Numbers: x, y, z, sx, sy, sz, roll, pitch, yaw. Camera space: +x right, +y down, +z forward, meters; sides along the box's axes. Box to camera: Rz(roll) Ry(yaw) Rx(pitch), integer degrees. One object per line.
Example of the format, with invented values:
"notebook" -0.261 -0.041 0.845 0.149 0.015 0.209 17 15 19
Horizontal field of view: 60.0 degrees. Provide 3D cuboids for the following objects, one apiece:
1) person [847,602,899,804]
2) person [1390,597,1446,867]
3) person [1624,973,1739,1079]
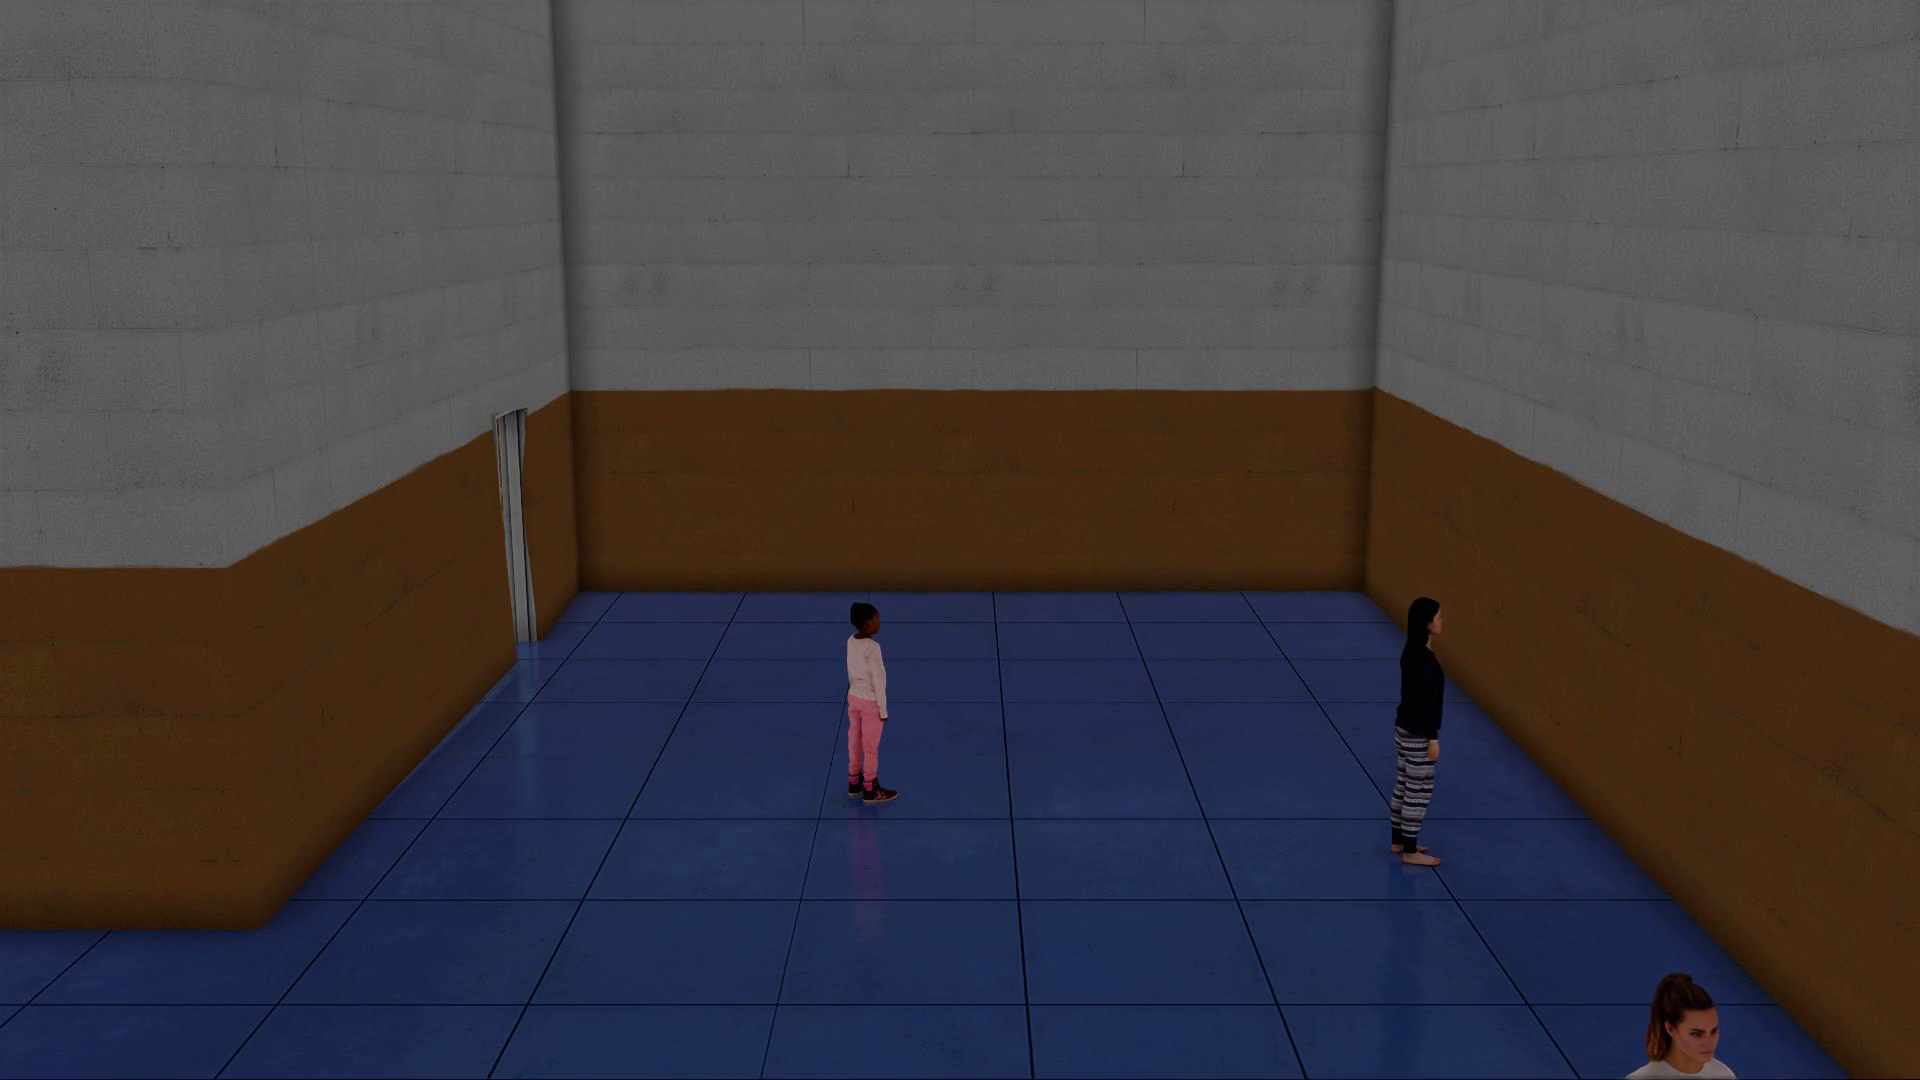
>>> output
"person" -0.664 1.125 11.745 0.659 1.443 0.621 -9 15 -36
"person" 2.923 1.209 10.645 0.514 1.733 0.610 0 12 -2
"person" 2.371 2.283 5.576 0.563 1.720 0.726 -4 12 -16
